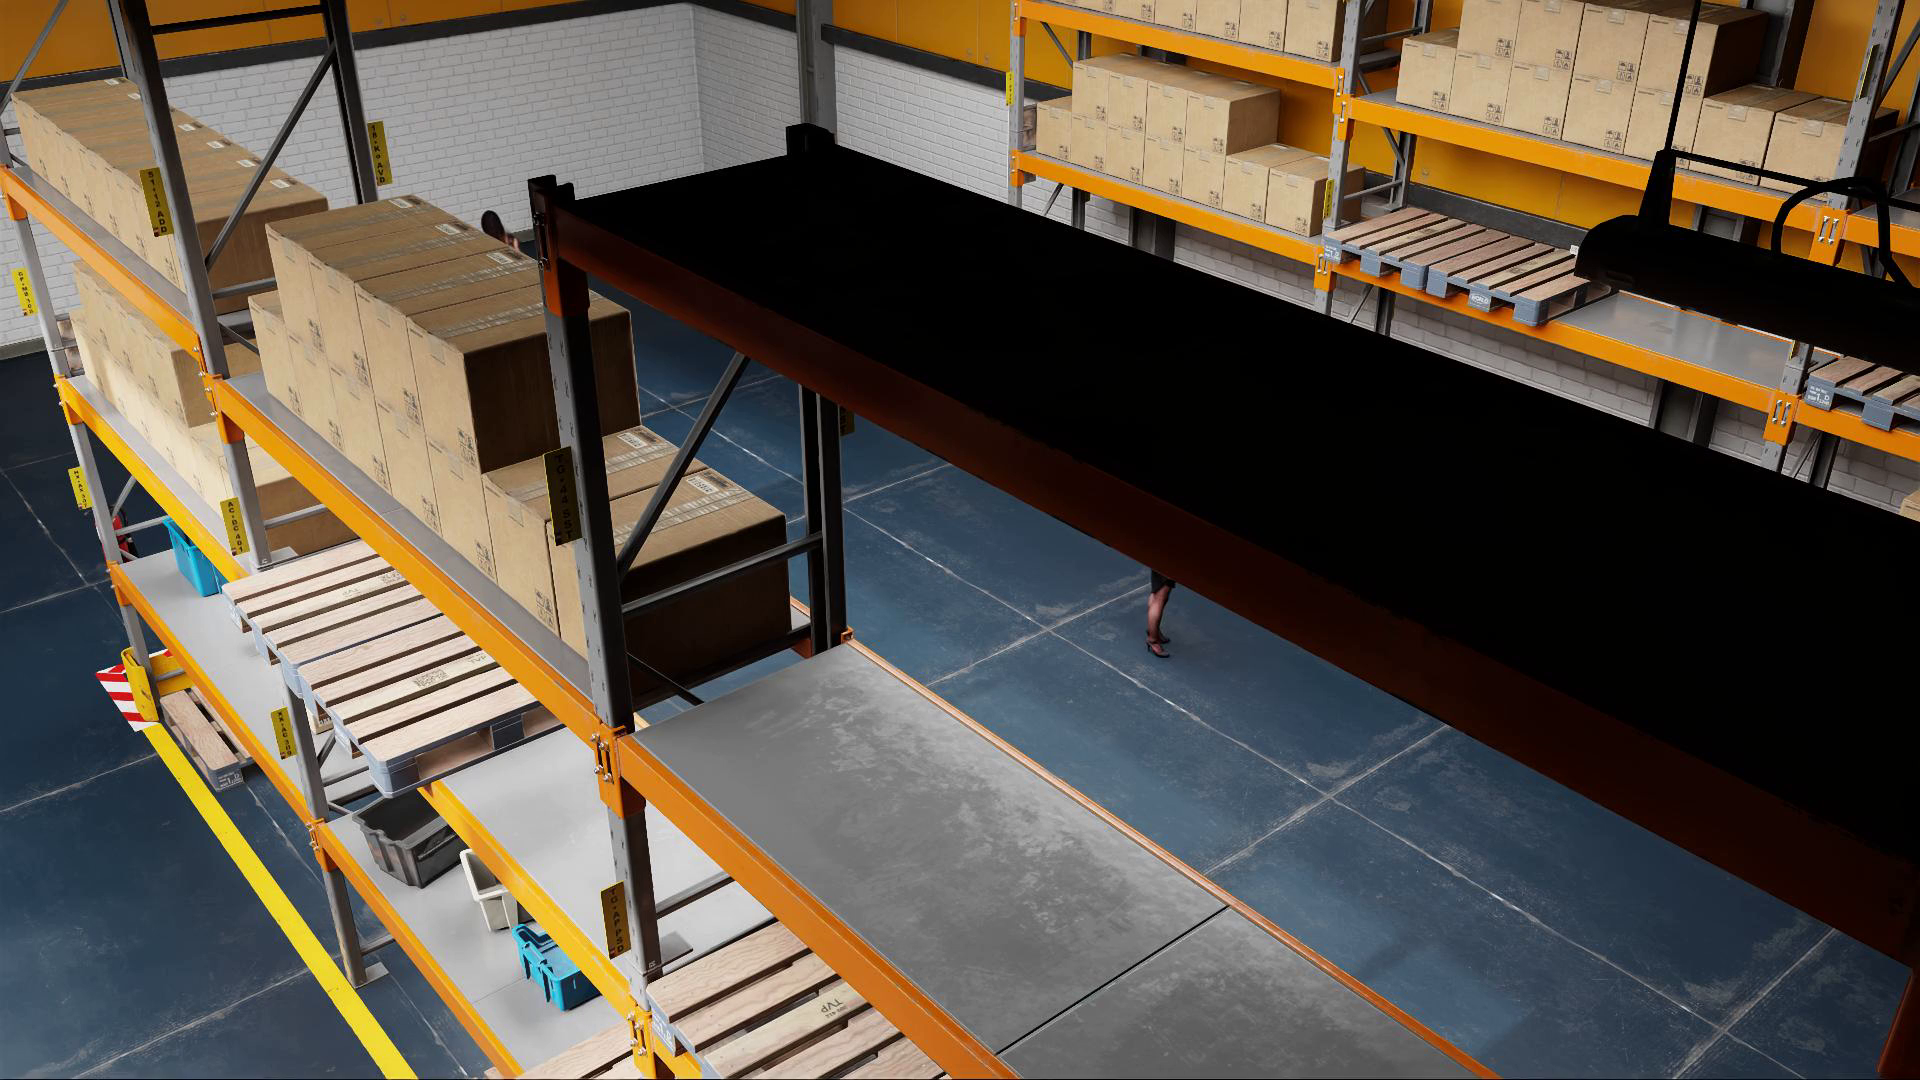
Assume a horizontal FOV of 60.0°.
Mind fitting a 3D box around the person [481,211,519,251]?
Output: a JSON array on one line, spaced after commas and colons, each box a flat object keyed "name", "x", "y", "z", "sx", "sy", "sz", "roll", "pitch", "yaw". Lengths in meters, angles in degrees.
[{"name": "person", "x": -5.190, "y": -2.879, "z": 18.945, "sx": 0.893, "sy": 1.691, "sz": 1.086, "roll": -8, "pitch": 30, "yaw": -15}]
